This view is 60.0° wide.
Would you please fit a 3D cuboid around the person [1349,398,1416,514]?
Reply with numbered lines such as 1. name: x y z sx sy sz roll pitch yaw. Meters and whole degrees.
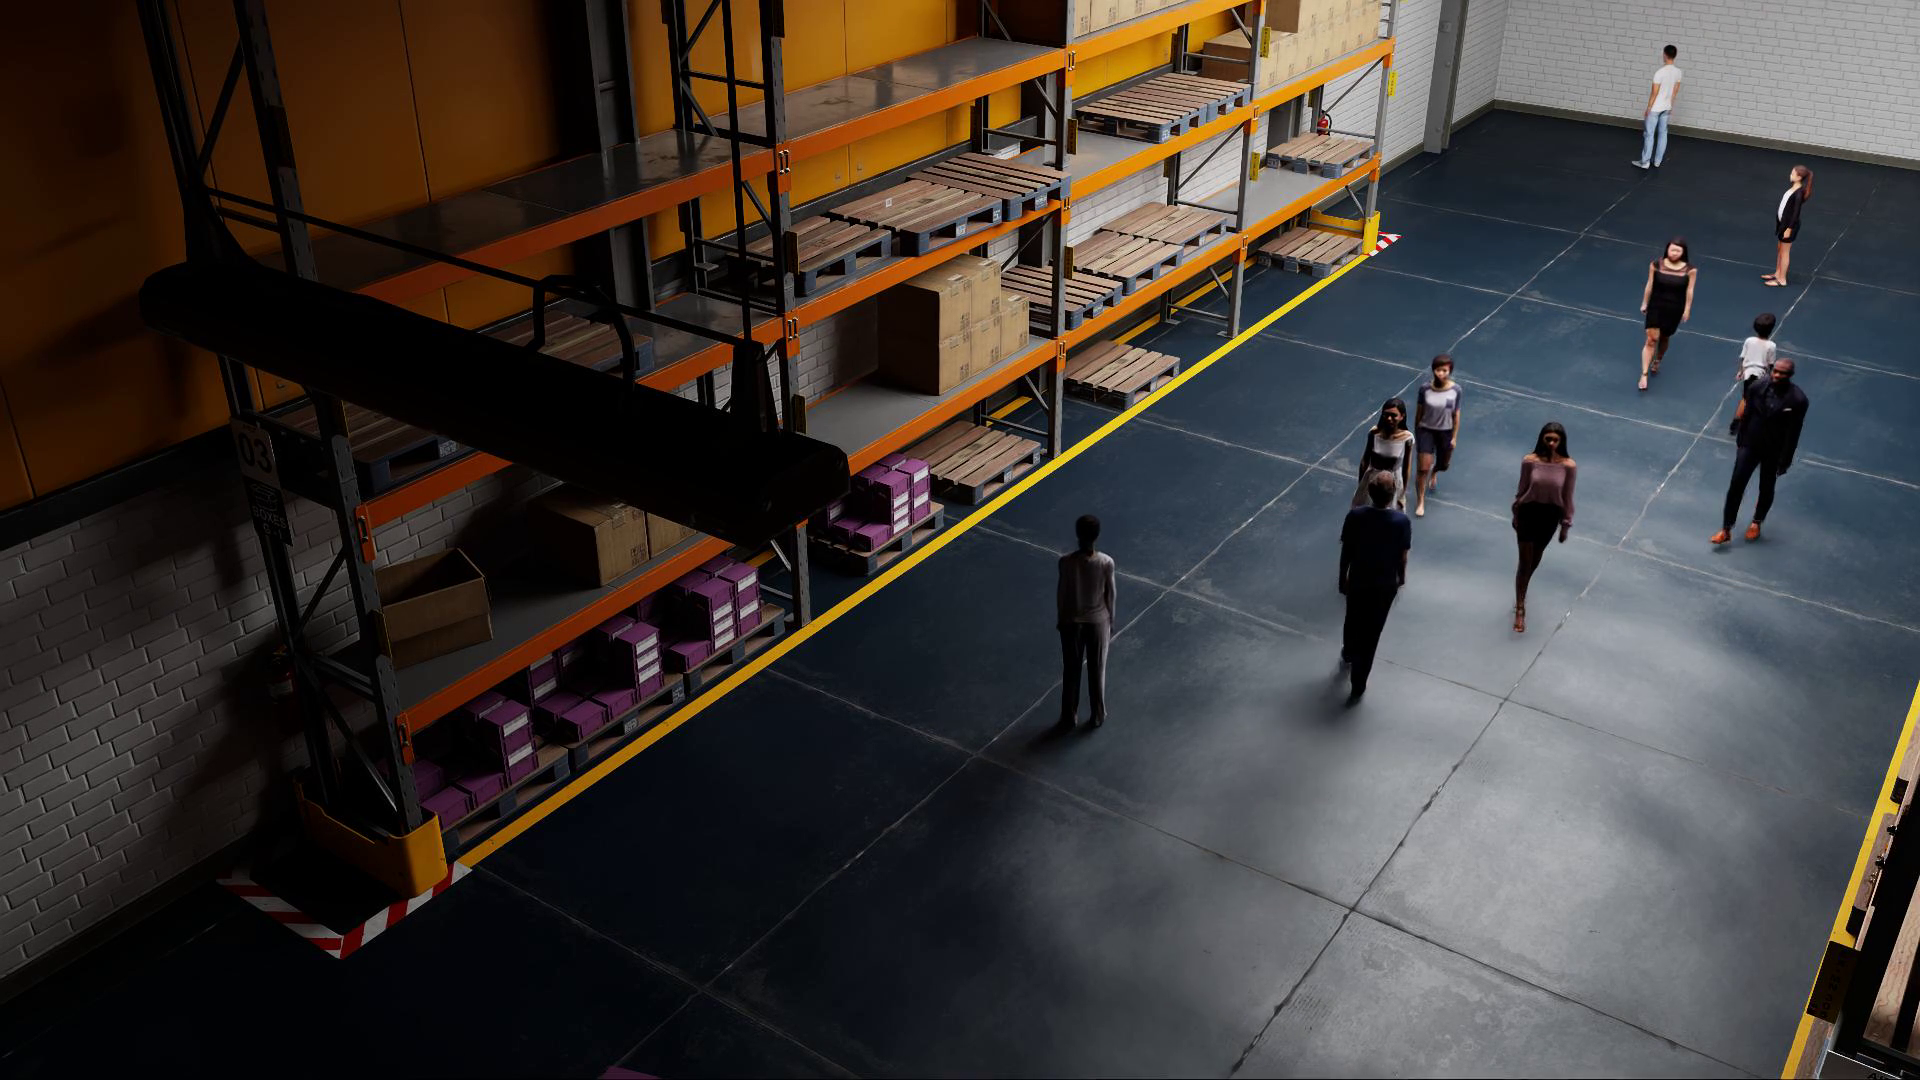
1. person: 3.617 -0.398 14.274 0.708 1.774 0.709 11 30 19

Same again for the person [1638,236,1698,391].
1. person: 7.751 -2.520 18.268 0.784 1.674 1.082 13 31 22

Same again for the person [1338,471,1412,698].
1. person: 3.154 0.376 12.784 0.777 1.841 1.008 13 31 22

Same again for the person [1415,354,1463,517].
1. person: 4.495 -1.037 15.686 0.787 1.544 0.991 6 29 12

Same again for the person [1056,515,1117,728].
1. person: 0.937 0.617 12.411 0.680 1.775 0.698 2 29 4

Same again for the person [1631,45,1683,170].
1. person: 10.837 -6.705 25.743 0.710 1.864 0.820 -11 30 -19

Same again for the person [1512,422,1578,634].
1. person: 4.824 -0.170 13.859 0.858 1.772 1.156 9 30 16

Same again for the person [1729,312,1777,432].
1. person: 8.225 -1.709 17.256 0.946 1.221 0.635 -22 36 -35

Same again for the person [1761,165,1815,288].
1. person: 10.529 -4.003 21.113 0.664 1.554 0.563 7 29 13

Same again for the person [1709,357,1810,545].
1. person: 7.314 -0.825 15.039 0.828 1.792 1.024 25 37 38
